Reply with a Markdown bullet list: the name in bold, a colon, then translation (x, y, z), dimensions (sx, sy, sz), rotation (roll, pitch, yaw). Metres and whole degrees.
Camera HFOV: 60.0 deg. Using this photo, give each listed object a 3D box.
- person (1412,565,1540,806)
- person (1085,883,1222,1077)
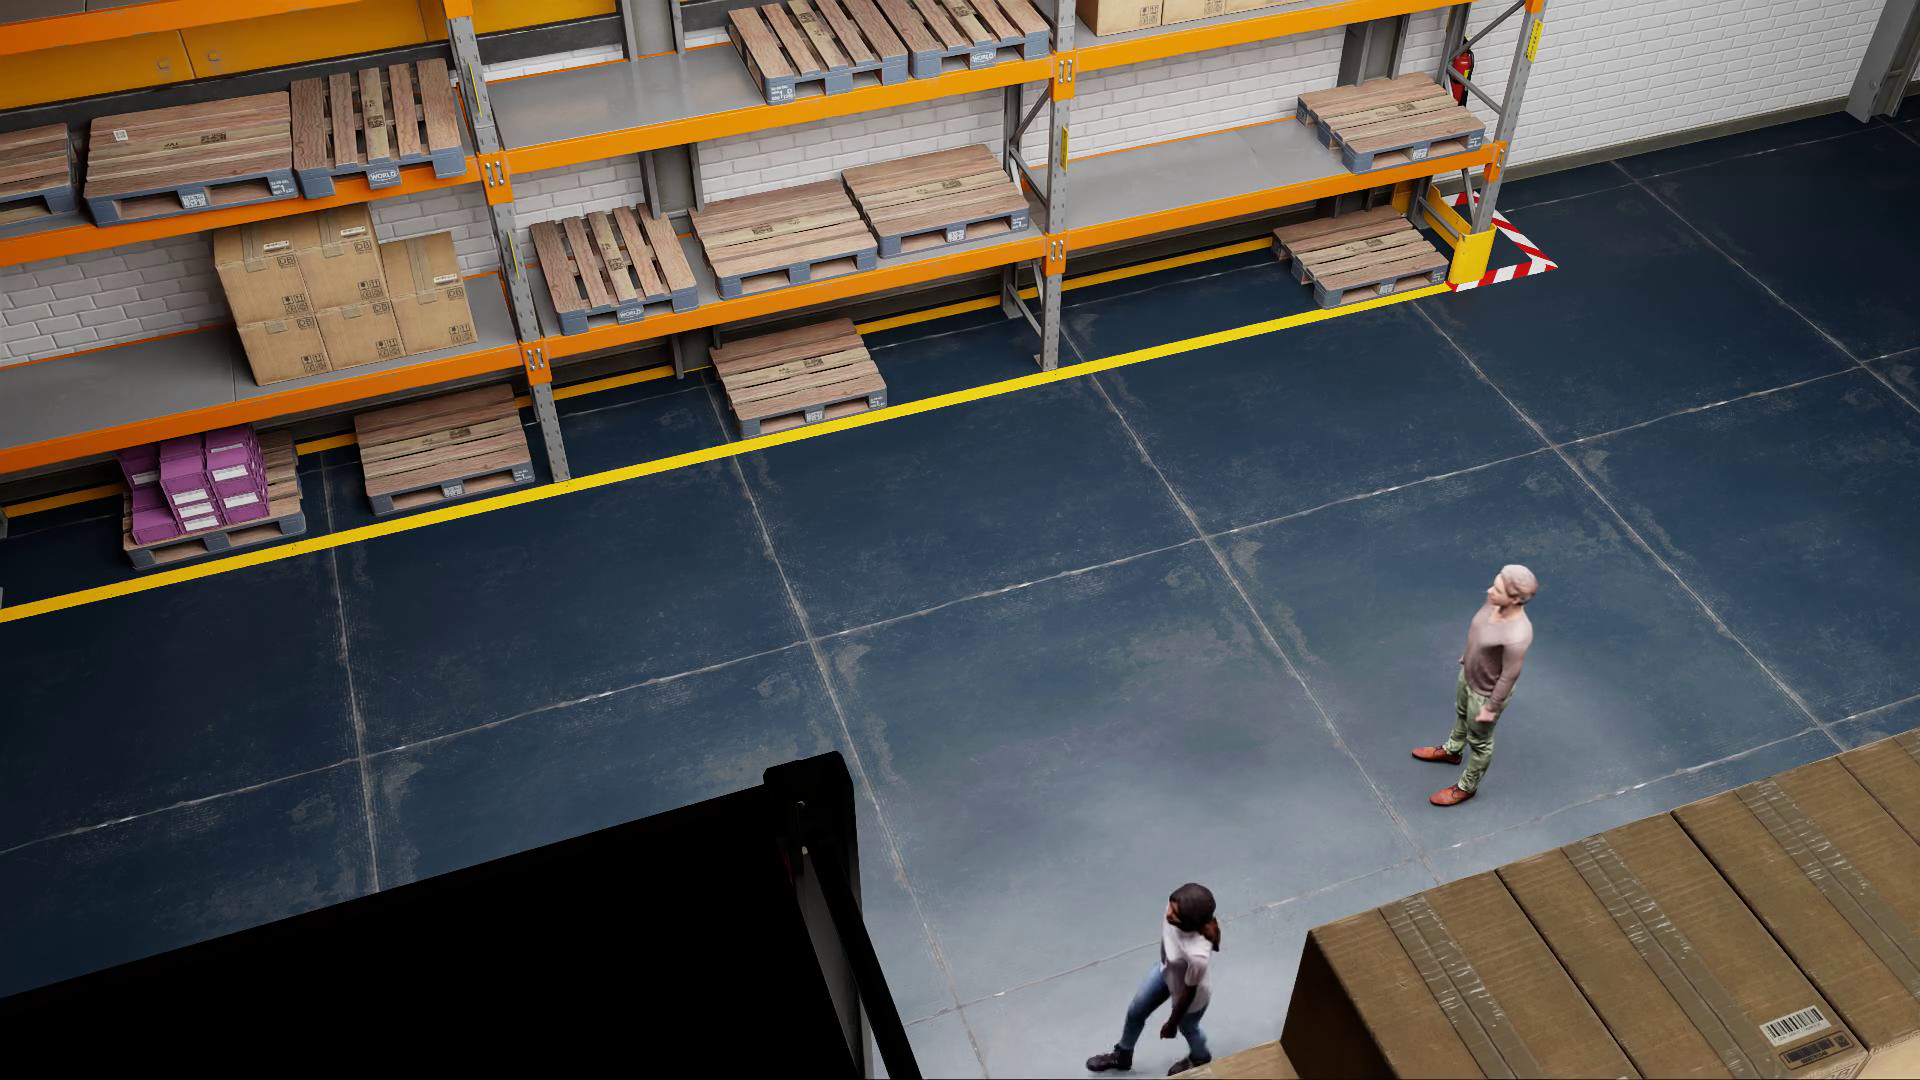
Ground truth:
- **person**: translation (3.132, 0.842, 9.910), dimensions (0.700, 1.876, 0.735), rotation (-3, 44, -3)
- **person**: translation (1.211, 2.277, 8.533), dimensions (0.925, 1.697, 0.645), rotation (-11, 45, -11)
